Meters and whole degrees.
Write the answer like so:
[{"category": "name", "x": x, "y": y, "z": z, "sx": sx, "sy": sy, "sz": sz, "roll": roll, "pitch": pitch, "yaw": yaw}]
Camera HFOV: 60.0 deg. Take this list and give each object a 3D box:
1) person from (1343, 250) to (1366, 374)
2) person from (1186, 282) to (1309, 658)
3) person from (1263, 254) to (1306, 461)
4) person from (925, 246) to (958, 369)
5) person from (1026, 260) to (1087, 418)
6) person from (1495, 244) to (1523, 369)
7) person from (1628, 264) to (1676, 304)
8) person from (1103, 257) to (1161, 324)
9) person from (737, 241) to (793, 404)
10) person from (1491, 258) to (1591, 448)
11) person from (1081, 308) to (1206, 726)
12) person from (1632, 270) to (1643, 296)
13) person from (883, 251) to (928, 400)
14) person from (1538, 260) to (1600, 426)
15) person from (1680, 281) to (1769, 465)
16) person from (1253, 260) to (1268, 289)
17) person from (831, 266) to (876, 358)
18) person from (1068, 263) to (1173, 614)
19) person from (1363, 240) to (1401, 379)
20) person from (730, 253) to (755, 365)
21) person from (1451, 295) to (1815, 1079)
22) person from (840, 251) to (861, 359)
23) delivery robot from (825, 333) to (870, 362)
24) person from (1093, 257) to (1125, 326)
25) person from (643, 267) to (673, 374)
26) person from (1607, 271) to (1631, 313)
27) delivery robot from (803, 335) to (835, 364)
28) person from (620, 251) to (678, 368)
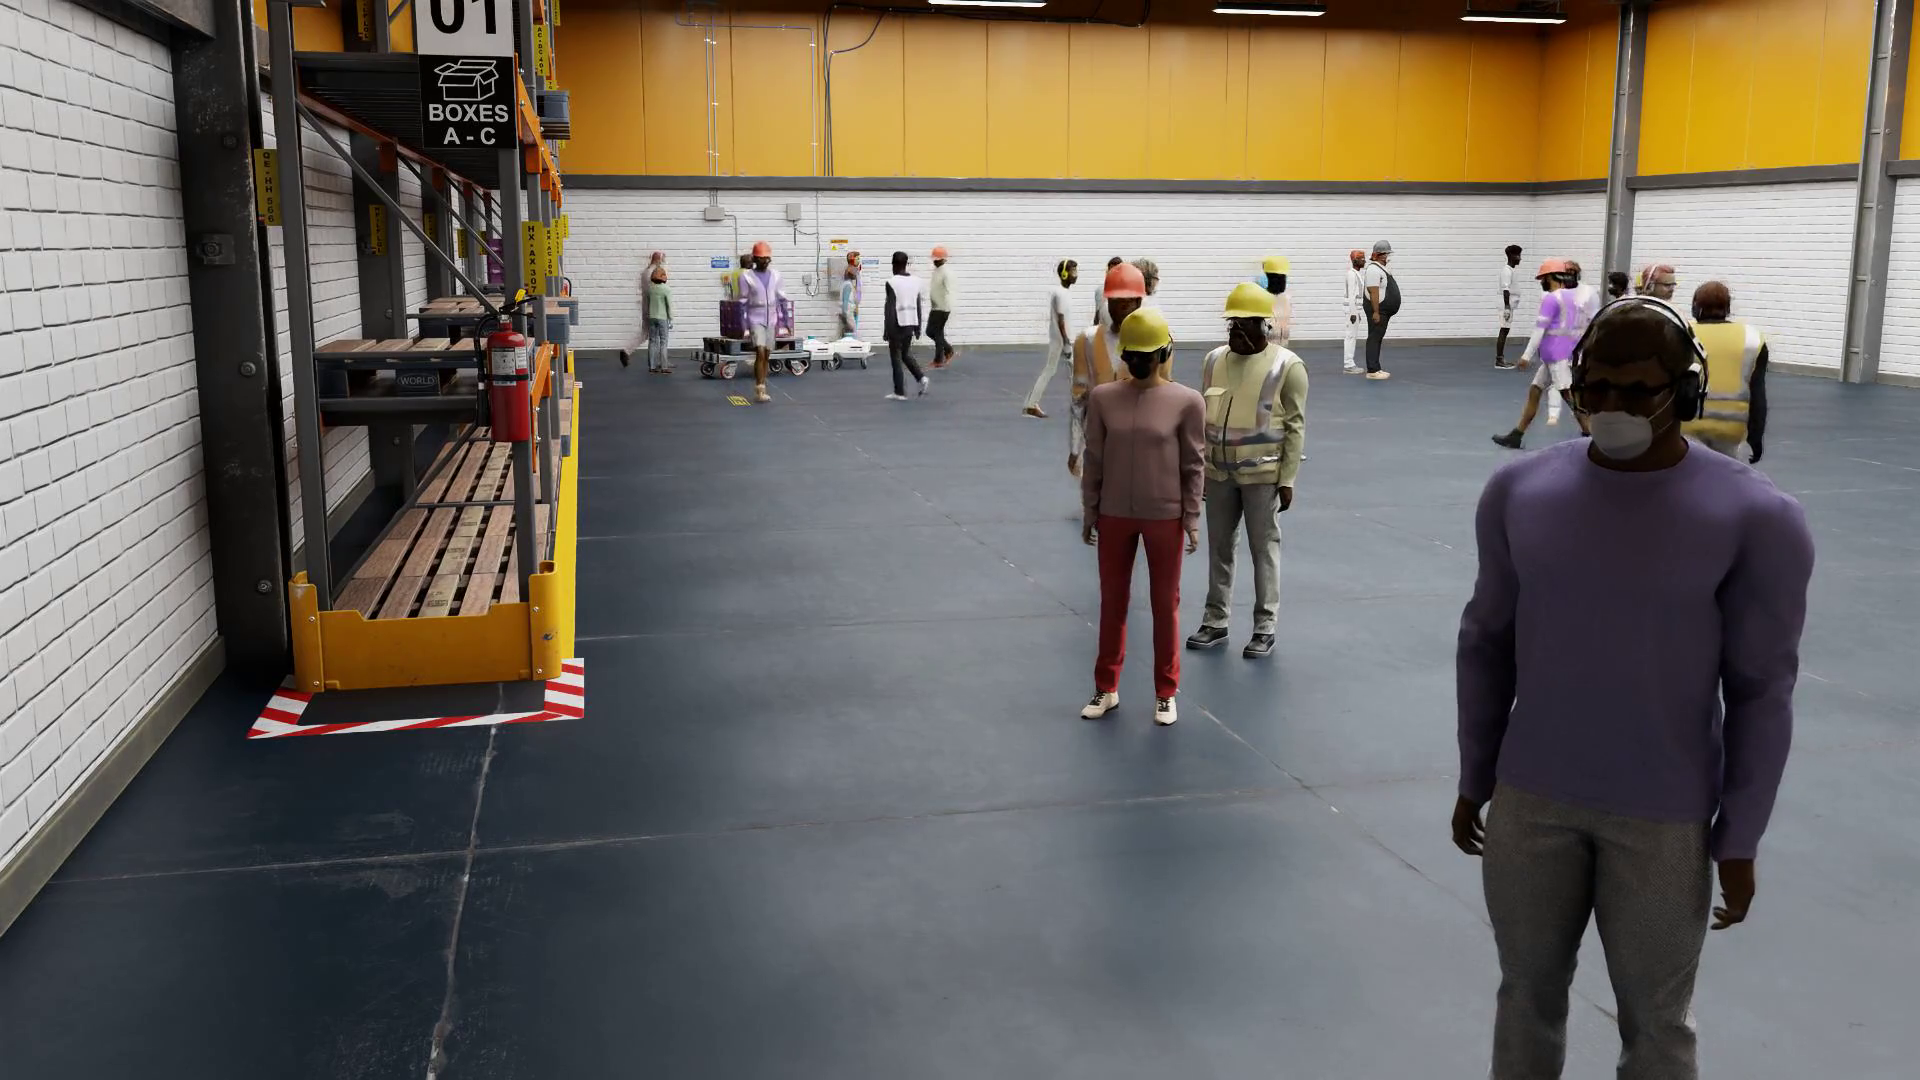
[{"category": "person", "x": 6.049, "y": -3.489, "z": 25.478, "sx": 0.351, "sy": 1.882, "sz": 0.581, "roll": 3, "pitch": 11, "yaw": 18}, {"category": "person", "x": 1.391, "y": -0.342, "z": 8.178, "sx": 0.587, "sy": 1.833, "sz": 0.404, "roll": 8, "pitch": 13, "yaw": 37}, {"category": "person", "x": 2.912, "y": -1.658, "z": 15.281, "sx": 0.598, "sy": 1.901, "sz": 0.743, "roll": -7, "pitch": 12, "yaw": -33}, {"category": "person", "x": -0.288, "y": -3.643, "z": 26.156, "sx": 0.528, "sy": 1.949, "sz": 0.677, "roll": -5, "pitch": 11, "yaw": -24}, {"category": "person", "x": 1.197, "y": -2.273, "z": 18.938, "sx": 1.001, "sy": 1.814, "sz": 0.538, "roll": 3, "pitch": 11, "yaw": 15}, {"category": "person", "x": 8.715, "y": -3.705, "z": 26.443, "sx": 0.363, "sy": 1.963, "sz": 0.612, "roll": 4, "pitch": 11, "yaw": 20}, {"category": "person", "x": 4.919, "y": -0.995, "z": 11.703, "sx": 0.680, "sy": 1.855, "sz": 0.967, "roll": -7, "pitch": 12, "yaw": -34}, {"category": "person", "x": 1.213, "y": -1.149, "z": 12.431, "sx": 0.593, "sy": 1.912, "sz": 0.662, "roll": -5, "pitch": 11, "yaw": -24}, {"category": "person", "x": -2.414, "y": -2.707, "z": 20.794, "sx": 0.634, "sy": 2.013, "sz": 0.815, "roll": -7, "pitch": 13, "yaw": -35}, {"category": "person", "x": 5.743, "y": -1.775, "z": 16.048, "sx": 1.048, "sy": 1.869, "sz": 0.556, "roll": 6, "pitch": 12, "yaw": 30}, {"category": "person", "x": 0.761, "y": -0.092, "z": 7.003, "sx": 0.523, "sy": 1.760, "sz": 0.327, "roll": 4, "pitch": 11, "yaw": 19}, {"category": "person", "x": 6.493, "y": -1.687, "z": 15.851, "sx": 0.542, "sy": 1.752, "sz": 0.456, "roll": -4, "pitch": 11, "yaw": -22}, {"category": "person", "x": -0.721, "y": -2.727, "z": 21.209, "sx": 0.486, "sy": 1.906, "sz": 0.593, "roll": 8, "pitch": 13, "yaw": 38}, {"category": "person", "x": 6.715, "y": -2.177, "z": 18.381, "sx": 0.631, "sy": 1.824, "sz": 0.616, "roll": 7, "pitch": 12, "yaw": 33}, {"category": "person", "x": 4.469, "y": -0.650, "z": 10.036, "sx": 0.655, "sy": 1.789, "sz": 0.958, "roll": 2, "pitch": 10, "yaw": 10}, {"category": "person", "x": 5.534, "y": -4.207, "z": 29.967, "sx": 0.536, "sy": 1.696, "sz": 0.322, "roll": 3, "pitch": 11, "yaw": 15}, {"category": "person", "x": -1.876, "y": -3.861, "z": 28.334, "sx": 0.865, "sy": 1.578, "sz": 0.618, "roll": -1, "pitch": 10, "yaw": -5}, {"category": "person", "x": 0.885, "y": -0.547, "z": 9.081, "sx": 0.555, "sy": 1.923, "sz": 0.726, "roll": 4, "pitch": 11, "yaw": 19}, {"category": "person", "x": 6.222, "y": -3.396, "z": 24.521, "sx": 0.537, "sy": 2.000, "sz": 0.682, "roll": 4, "pitch": 11, "yaw": 20}, {"category": "person", "x": -3.504, "y": -3.711, "z": 26.867, "sx": 0.634, "sy": 1.822, "sz": 0.712, "roll": 10, "pitch": 14, "yaw": 44}, {"category": "person", "x": 1.236, "y": 0.508, "z": 3.185, "sx": 0.629, "sy": 1.936, "sz": 0.373, "roll": 8, "pitch": 13, "yaw": 39}, {"category": "person", "x": -1.863, "y": -4.013, "z": 28.480, "sx": 0.377, "sy": 1.844, "sz": 0.570, "roll": -3, "pitch": 11, "yaw": -16}, {"category": "delivery robot", "x": -1.783, "y": -3.039, "z": 26.405, "sx": 0.707, "sy": 0.478, "sz": 0.477, "roll": -1, "pitch": 10, "yaw": -8}, {"category": "person", "x": 1.684, "y": -2.162, "z": 18.207, "sx": 0.577, "sy": 1.846, "sz": 0.635, "roll": 3, "pitch": 11, "yaw": 15}, {"category": "person", "x": -4.606, "y": -3.355, "z": 25.450, "sx": 0.494, "sy": 1.624, "sz": 0.280, "roll": 4, "pitch": 11, "yaw": 19}, {"category": "person", "x": 7.553, "y": -2.215, "z": 18.967, "sx": 0.424, "sy": 1.677, "sz": 0.560, "roll": 2, "pitch": 10, "yaw": 9}, {"category": "delivery robot", "x": -2.308, "y": -2.943, "z": 25.868, "sx": 0.707, "sy": 0.478, "sz": 0.477, "roll": -5, "pitch": 11, "yaw": -26}, {"category": "person", "x": -4.944, "y": -3.628, "z": 26.304, "sx": 0.838, "sy": 1.865, "sz": 0.694, "roll": -5, "pitch": 12, "yaw": -28}]
